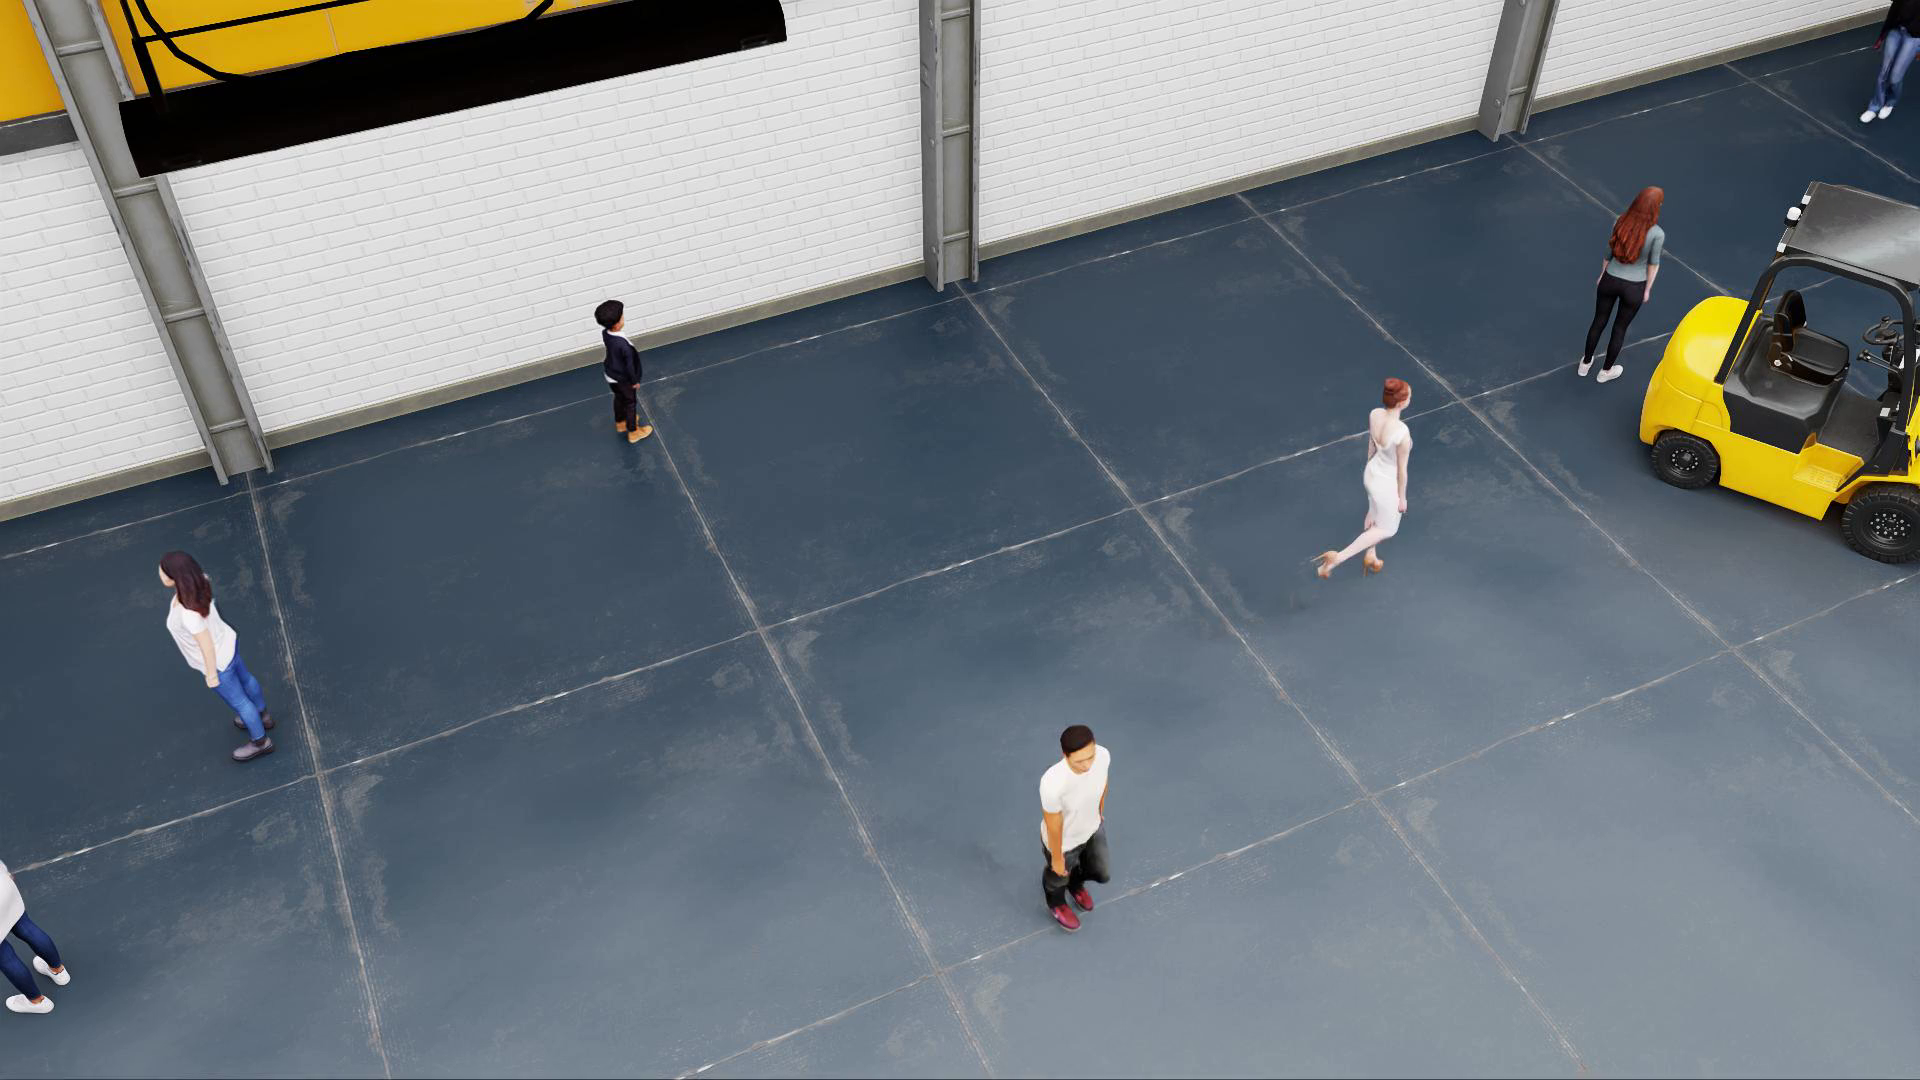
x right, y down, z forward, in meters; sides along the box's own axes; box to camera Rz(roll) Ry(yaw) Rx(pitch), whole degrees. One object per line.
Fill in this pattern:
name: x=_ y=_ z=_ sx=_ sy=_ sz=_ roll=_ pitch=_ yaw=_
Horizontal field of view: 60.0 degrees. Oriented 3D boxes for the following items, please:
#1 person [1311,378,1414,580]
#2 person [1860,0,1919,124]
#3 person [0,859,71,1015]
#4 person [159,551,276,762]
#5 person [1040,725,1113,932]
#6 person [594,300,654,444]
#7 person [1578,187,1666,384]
person: x=2.807 y=-0.342 z=11.296 sx=0.879 sy=1.781 sz=0.657 roll=-14 pitch=45 yaw=-14
person: x=9.167 y=-4.873 z=16.086 sx=0.744 sy=1.734 sz=0.694 roll=-33 pitch=53 yaw=-30
person: x=-5.227 y=1.942 z=8.902 sx=0.728 sy=1.776 sz=0.684 roll=11 pitch=45 yaw=11
person: x=-4.572 y=0.710 z=10.261 sx=0.589 sy=1.684 sz=0.645 roll=-9 pitch=44 yaw=-10
person: x=0.557 y=1.565 z=9.292 sx=0.642 sy=1.783 sz=0.767 roll=-30 pitch=51 yaw=-28
person: x=-2.599 y=-1.297 z=12.706 sx=0.534 sy=1.219 sz=0.543 roll=-29 pitch=51 yaw=-27
person: x=5.207 y=-2.001 z=13.064 sx=0.658 sy=1.743 sz=0.669 roll=31 pitch=52 yaw=28
